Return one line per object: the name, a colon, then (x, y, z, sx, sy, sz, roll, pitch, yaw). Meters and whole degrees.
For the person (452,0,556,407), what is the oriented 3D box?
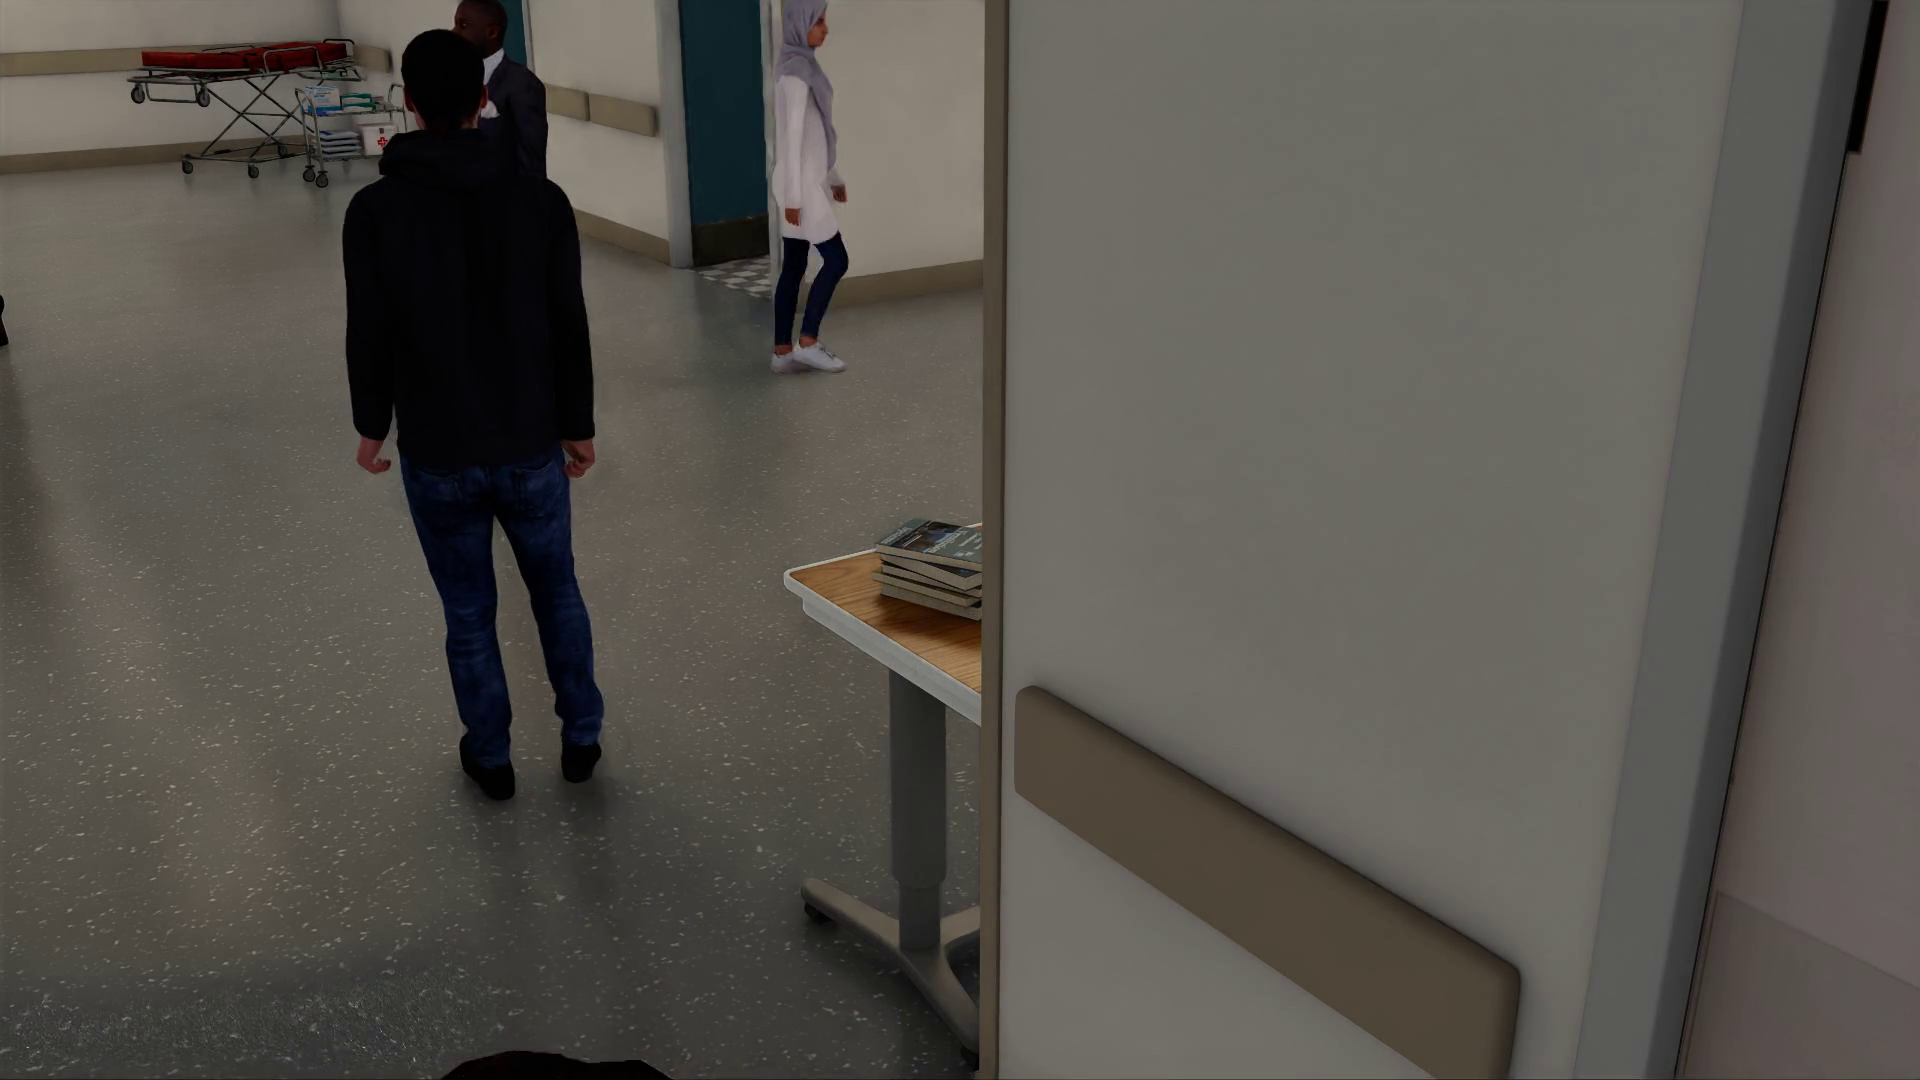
person: (-1.863, -1.268, 6.773, 0.619, 1.824, 0.799, 18, 27, 39)

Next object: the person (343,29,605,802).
person: (-1.118, -0.213, 3.898, 0.730, 1.886, 0.707, -11, 23, -26)

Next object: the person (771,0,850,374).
person: (-0.833, -1.631, 7.819, 0.825, 1.761, 0.728, -3, 21, -8)
